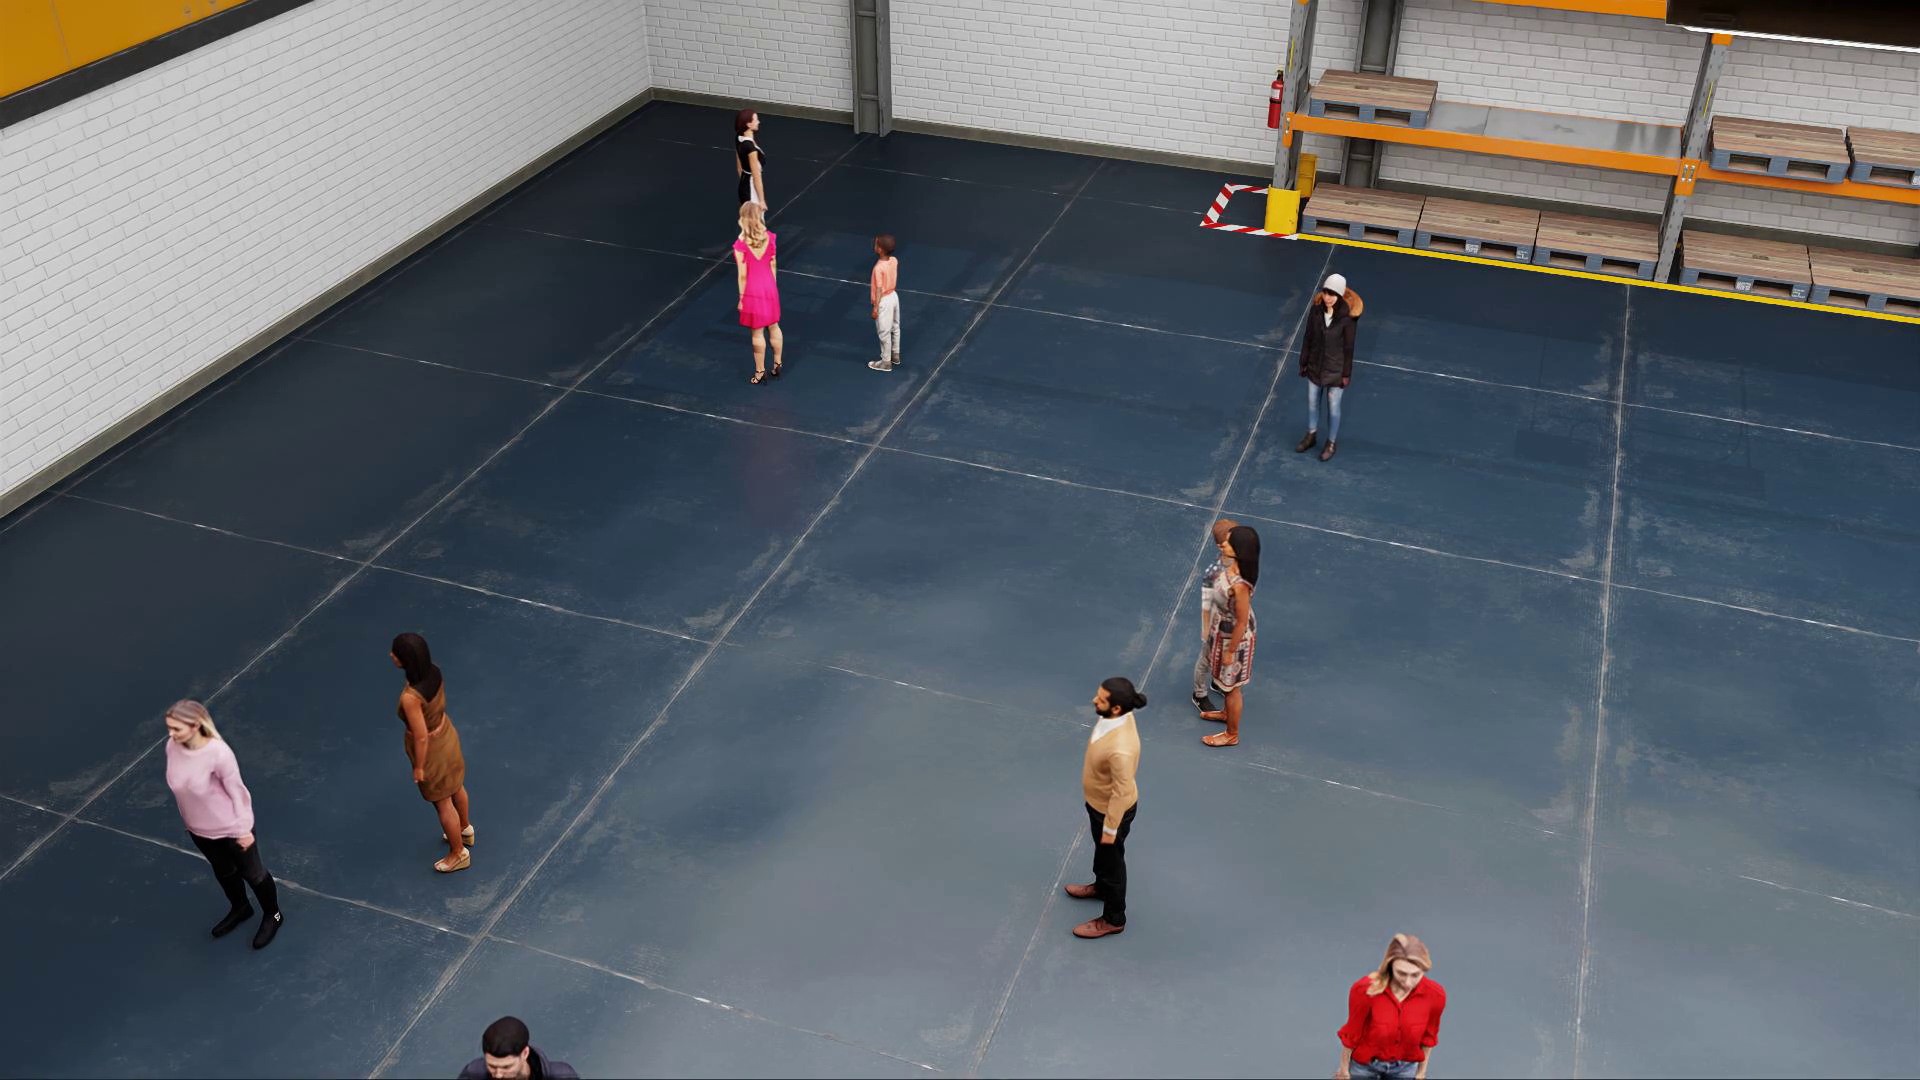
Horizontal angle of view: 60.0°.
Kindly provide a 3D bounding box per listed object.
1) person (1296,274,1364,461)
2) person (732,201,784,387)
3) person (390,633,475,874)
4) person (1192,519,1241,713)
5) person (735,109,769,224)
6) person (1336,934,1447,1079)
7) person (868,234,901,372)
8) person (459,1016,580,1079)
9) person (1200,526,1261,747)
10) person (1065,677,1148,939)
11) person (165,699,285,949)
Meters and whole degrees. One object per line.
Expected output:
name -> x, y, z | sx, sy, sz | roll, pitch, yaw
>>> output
person -> 3.057, -1.452, 13.796 | 0.608, 1.633, 0.736 | 21, 39, 29
person -> -1.787, -2.198, 14.831 | 0.664, 1.728, 0.697 | -22, 40, -30
person -> -3.071, 1.229, 9.710 | 0.620, 1.690, 0.624 | -1, 34, -2
person -> 1.737, 0.490, 11.048 | 0.591, 1.439, 0.612 | -27, 42, -34
person -> -2.079, -3.419, 16.609 | 0.705, 1.795, 0.635 | -16, 37, -22
person -> 1.990, 2.462, 7.842 | 0.563, 1.704, 0.733 | 1, 34, 1
person -> -0.669, -2.177, 15.177 | 0.519, 1.311, 0.515 | 18, 38, 25
person -> -1.862, 2.729, 7.269 | 0.645, 1.894, 0.806 | 0, 34, -1
person -> 1.758, 0.606, 10.687 | 0.615, 1.645, 0.699 | 3, 34, 5
person -> 0.838, 1.468, 9.292 | 0.736, 1.755, 0.745 | -3, 34, -4
person -> -4.096, 1.552, 9.226 | 0.468, 1.687, 0.655 | 11, 35, 15
